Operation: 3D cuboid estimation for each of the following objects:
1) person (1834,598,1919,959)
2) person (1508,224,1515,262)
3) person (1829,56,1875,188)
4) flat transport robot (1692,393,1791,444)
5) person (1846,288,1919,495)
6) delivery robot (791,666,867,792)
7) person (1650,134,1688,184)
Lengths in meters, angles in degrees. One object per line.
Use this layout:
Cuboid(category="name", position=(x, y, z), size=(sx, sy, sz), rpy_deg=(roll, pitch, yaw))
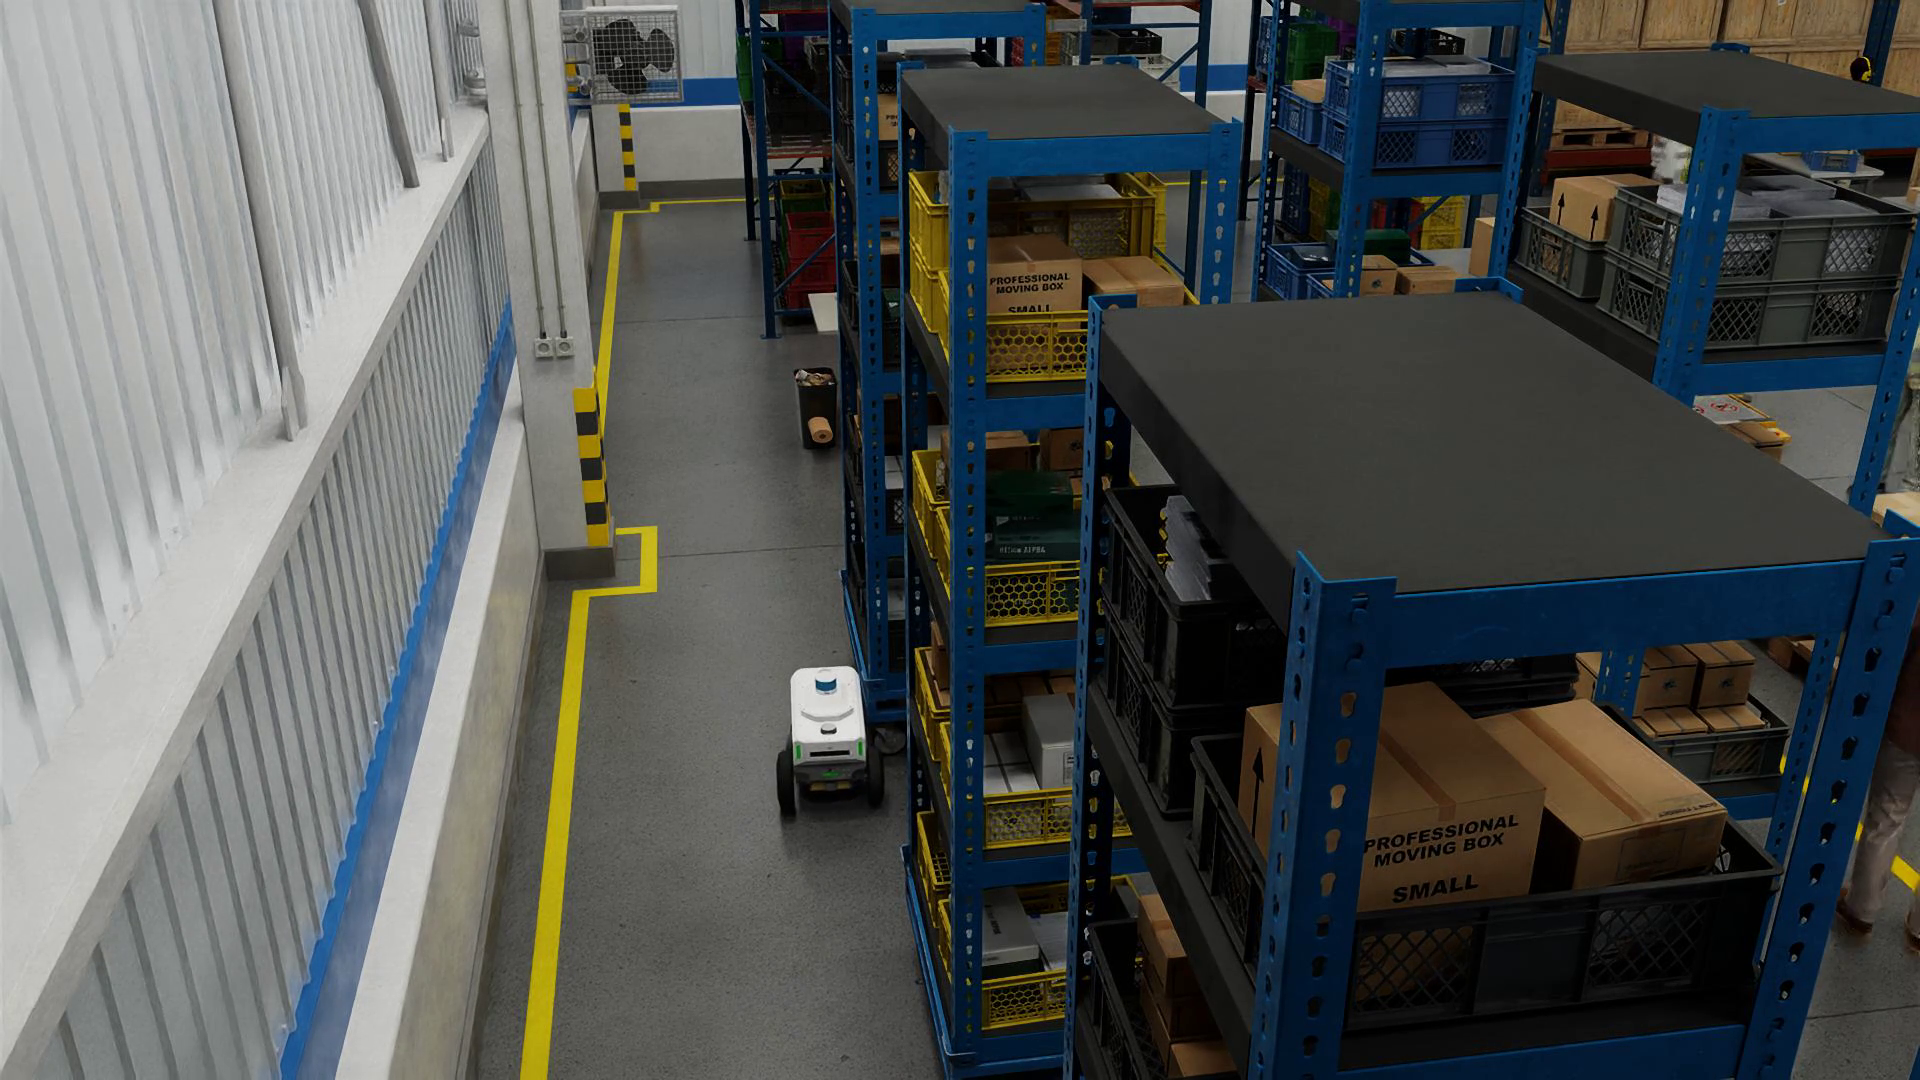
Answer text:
Cuboid(category="person", position=(3.867, 0.753, 6.594), size=(0.656, 1.990, 0.427), rpy_deg=(9, 26, 18))
Cuboid(category="person", position=(3.718, -1.242, 11.148), size=(0.578, 1.806, 0.665), rpy_deg=(6, 25, 13))
Cuboid(category="person", position=(9.076, -4.000, 17.063), size=(0.328, 1.872, 0.514), rpy_deg=(-10, 27, -21))
Cuboid(category="flat transport robot", position=(5.224, -0.859, 12.132), size=(1.431, 0.197, 0.652), rpy_deg=(-4, 25, -8))
Cuboid(category="person", position=(6.188, -1.053, 10.721), size=(0.403, 1.820, 0.607), rpy_deg=(-10, 26, -20))
Cuboid(category="delivery robot", position=(-0.634, 0.860, 7.951), size=(0.477, 0.478, 0.707), rpy_deg=(-3, 25, -5))
Cuboid(category="person", position=(6.913, -3.702, 16.454), size=(0.890, 1.843, 0.637), rpy_deg=(13, 28, 26))
